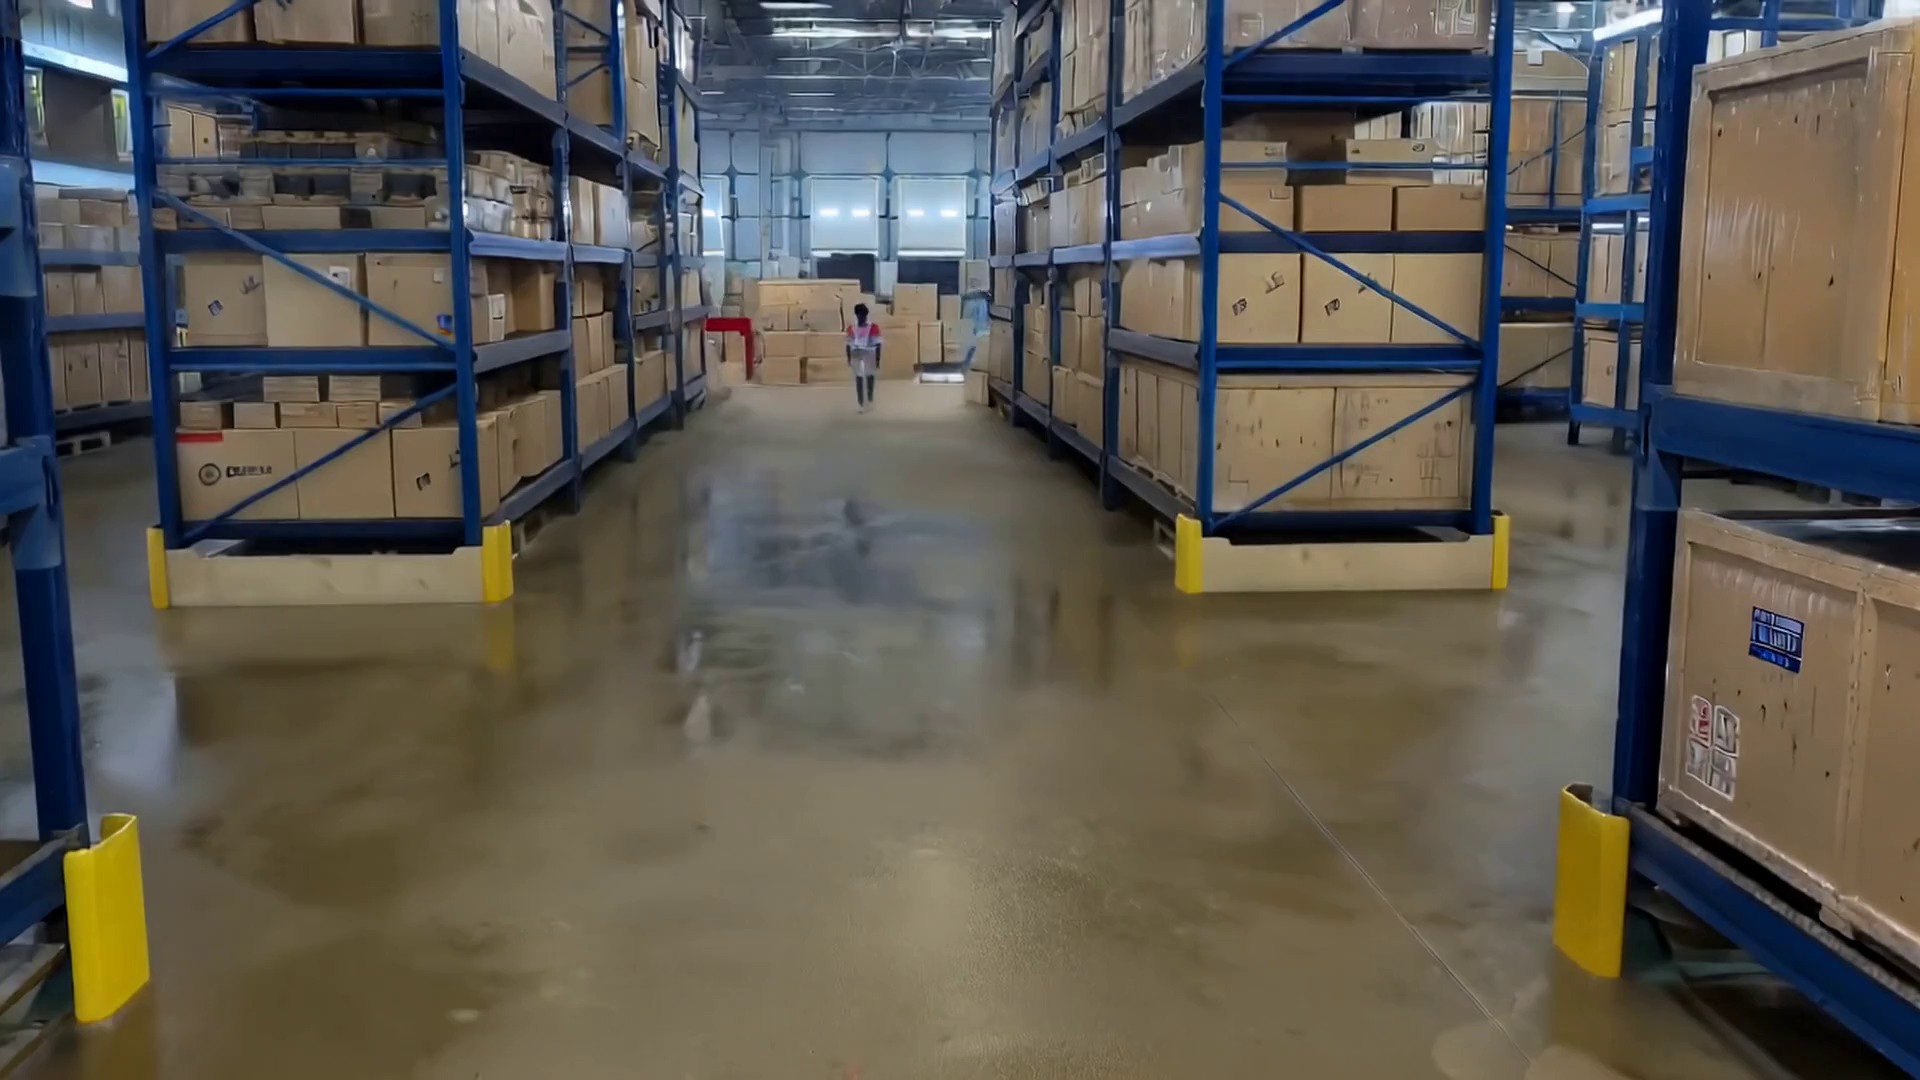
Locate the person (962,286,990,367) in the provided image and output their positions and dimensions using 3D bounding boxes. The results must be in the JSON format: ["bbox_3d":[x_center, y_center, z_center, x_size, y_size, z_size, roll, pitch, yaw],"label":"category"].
[{"bbox_3d":[0.495,-4.833,37.818,1.029,1.890,0.561,-3,9,-17],"label":"person"}]

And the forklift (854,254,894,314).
[{"bbox_3d":[-3.206,-8.270,56.257,1.873,2.768,1.129,5,10,27],"label":"forklift"}]

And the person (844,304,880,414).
[{"bbox_3d":[-1.499,-2.747,25.313,0.553,1.672,0.563,1,9,8],"label":"person"}]

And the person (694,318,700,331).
[{"bbox_3d":[-4.826,-3.467,30.083,0.808,1.606,0.523,9,13,44],"label":"person"}]

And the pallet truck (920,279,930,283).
[{"bbox_3d":[-0.932,-8.922,63.114,1.885,1.965,0.823,2,9,13],"label":"pallet truck"}]

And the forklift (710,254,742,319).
[{"bbox_3d":[-8.383,-8.512,57.776,1.873,2.768,1.129,0,9,3],"label":"forklift"}]
